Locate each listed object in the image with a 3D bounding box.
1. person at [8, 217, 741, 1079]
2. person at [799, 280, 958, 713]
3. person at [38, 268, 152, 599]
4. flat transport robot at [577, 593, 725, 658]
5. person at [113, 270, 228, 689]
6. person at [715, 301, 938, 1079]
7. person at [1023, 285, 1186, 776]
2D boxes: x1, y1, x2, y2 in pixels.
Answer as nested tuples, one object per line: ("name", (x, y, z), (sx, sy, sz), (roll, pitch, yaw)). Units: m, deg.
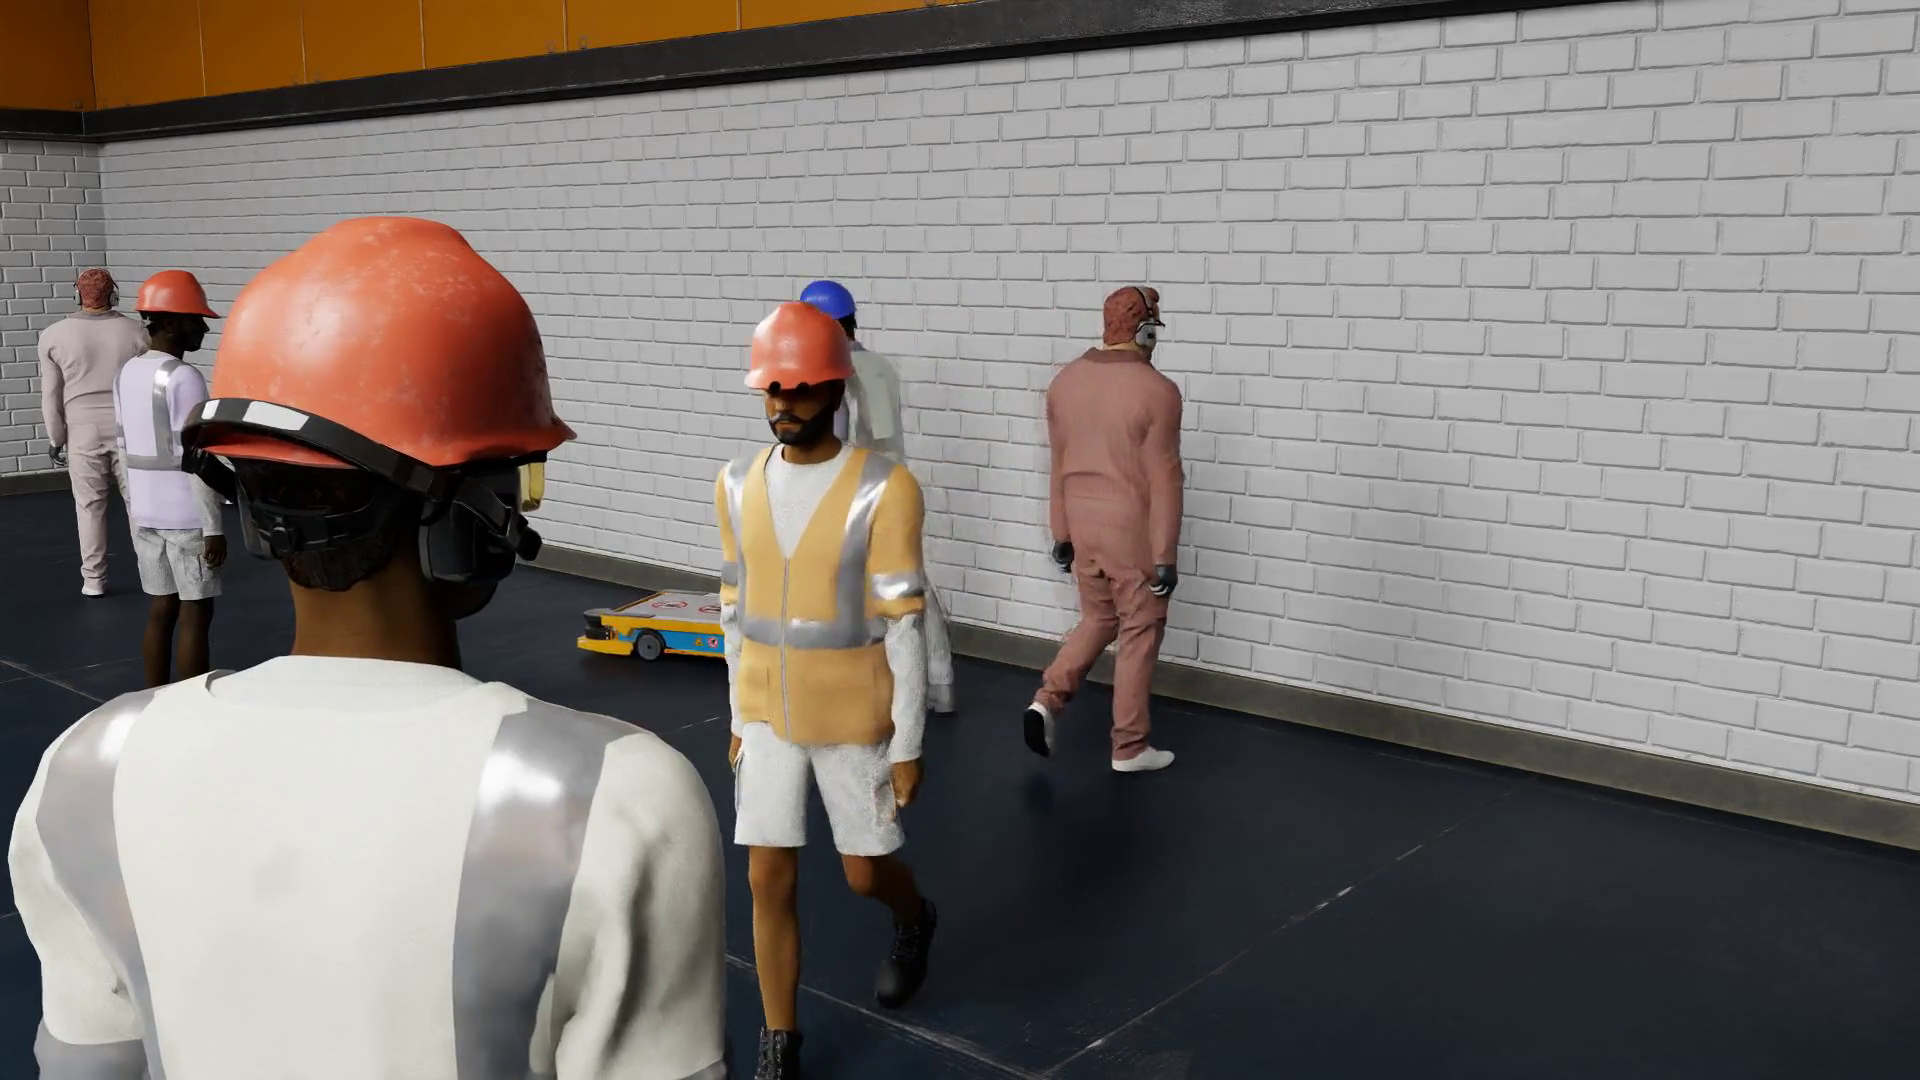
("person", (-0.453, 0.759, 1.453), (0.605, 2.045, 0.376), (2, 10, 11))
("person", (-0.466, -0.173, 7.210), (0.999, 1.869, 0.705), (5, 11, 28))
("person", (-4.949, -0.616, 9.668), (0.653, 1.906, 0.408), (-5, 11, -27))
("flat transport robot", (-1.117, 0.440, 8.311), (1.431, 0.197, 0.652), (3, 10, 18))
("person", (-3.111, -0.104, 6.669), (0.551, 1.933, 0.365), (7, 12, 35))
("person", (-0.300, 0.384, 3.995), (0.553, 1.915, 0.849), (4, 11, 22))
("person", (0.584, -0.014, 6.284), (0.527, 1.886, 0.651), (-8, 13, -40))
